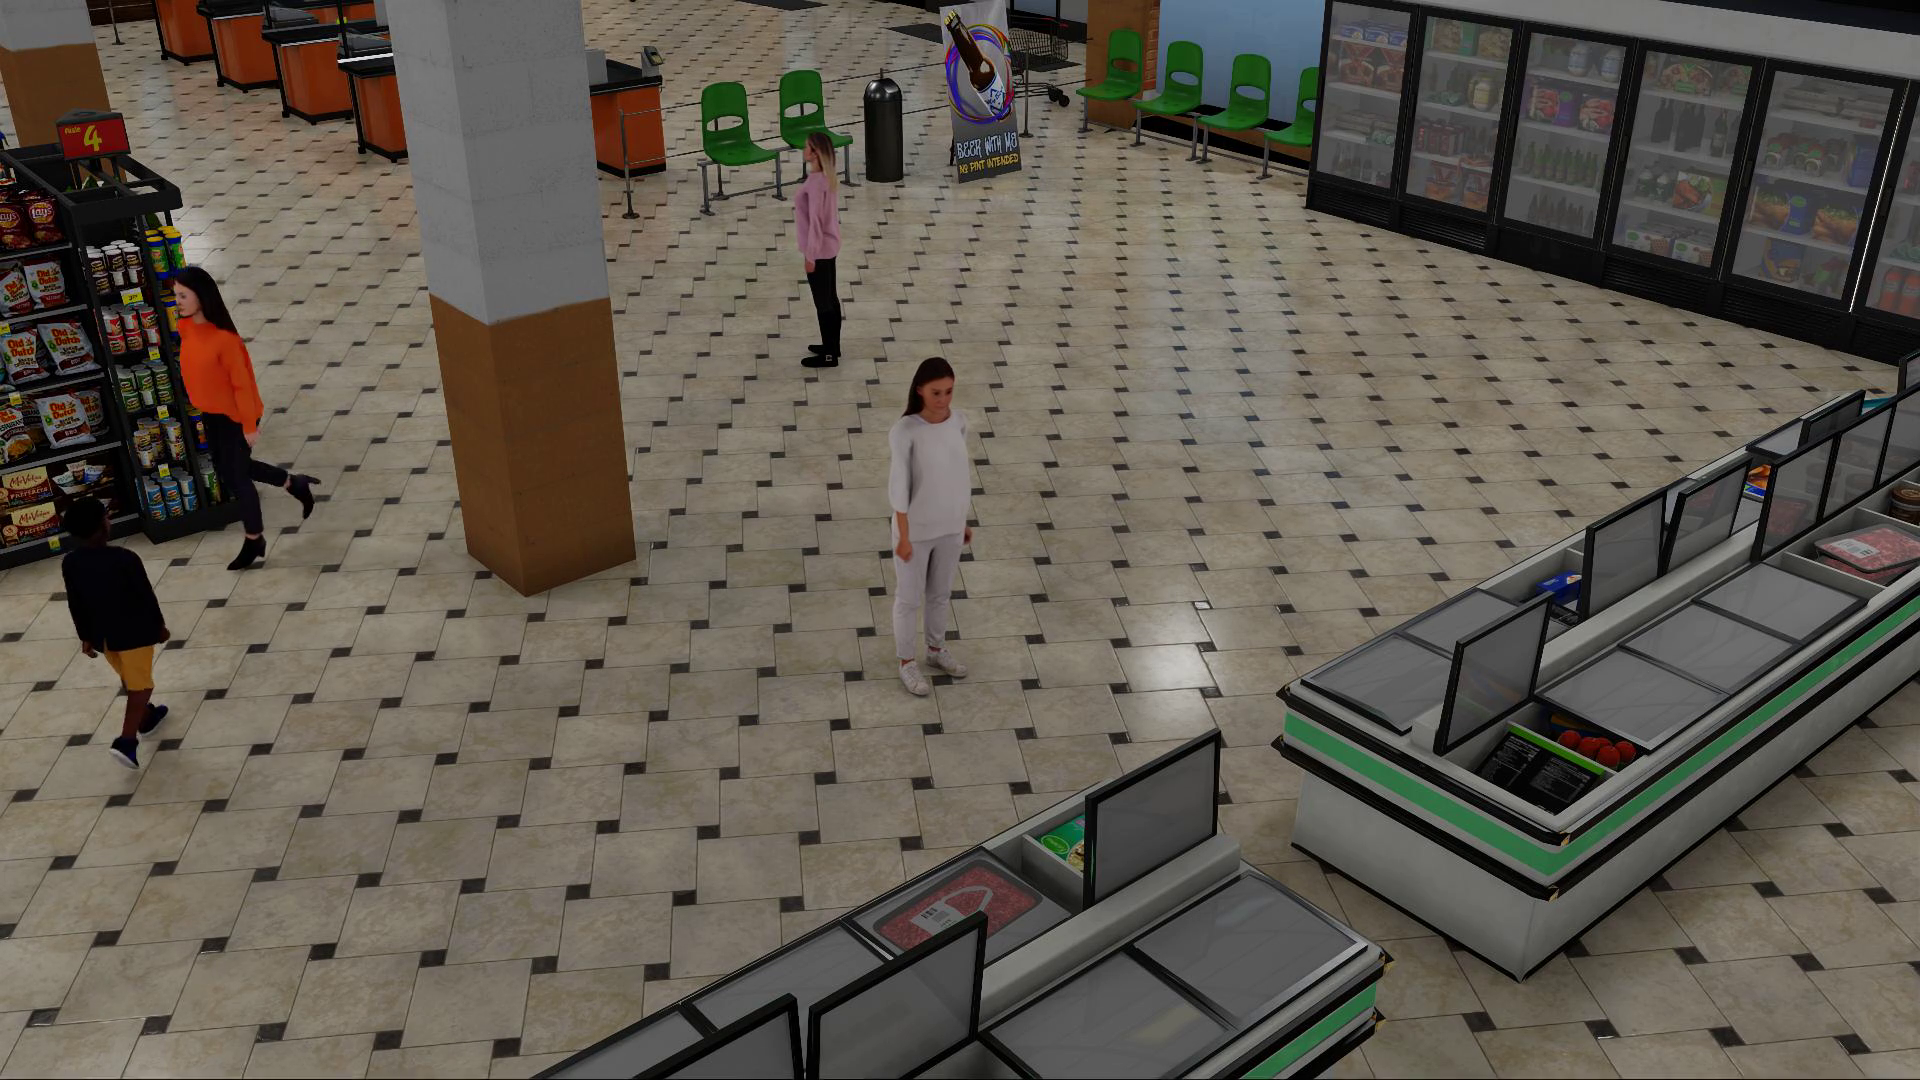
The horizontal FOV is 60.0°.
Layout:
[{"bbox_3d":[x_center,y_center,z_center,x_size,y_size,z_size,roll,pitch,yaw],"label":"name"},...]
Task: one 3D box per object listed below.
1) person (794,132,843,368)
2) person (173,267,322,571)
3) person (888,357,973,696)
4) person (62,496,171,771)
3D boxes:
[{"bbox_3d":[-0.979,-2.074,11.877,0.743,1.688,0.674,4,27,7],"label":"person"},{"bbox_3d":[-3.919,-0.691,9.112,0.761,1.721,0.972,17,32,30],"label":"person"},{"bbox_3d":[-0.154,-0.084,7.953,0.471,1.688,0.650,-20,33,-34],"label":"person"},{"bbox_3d":[-3.779,0.424,7.432,0.834,1.253,0.874,1,27,1],"label":"person"}]
